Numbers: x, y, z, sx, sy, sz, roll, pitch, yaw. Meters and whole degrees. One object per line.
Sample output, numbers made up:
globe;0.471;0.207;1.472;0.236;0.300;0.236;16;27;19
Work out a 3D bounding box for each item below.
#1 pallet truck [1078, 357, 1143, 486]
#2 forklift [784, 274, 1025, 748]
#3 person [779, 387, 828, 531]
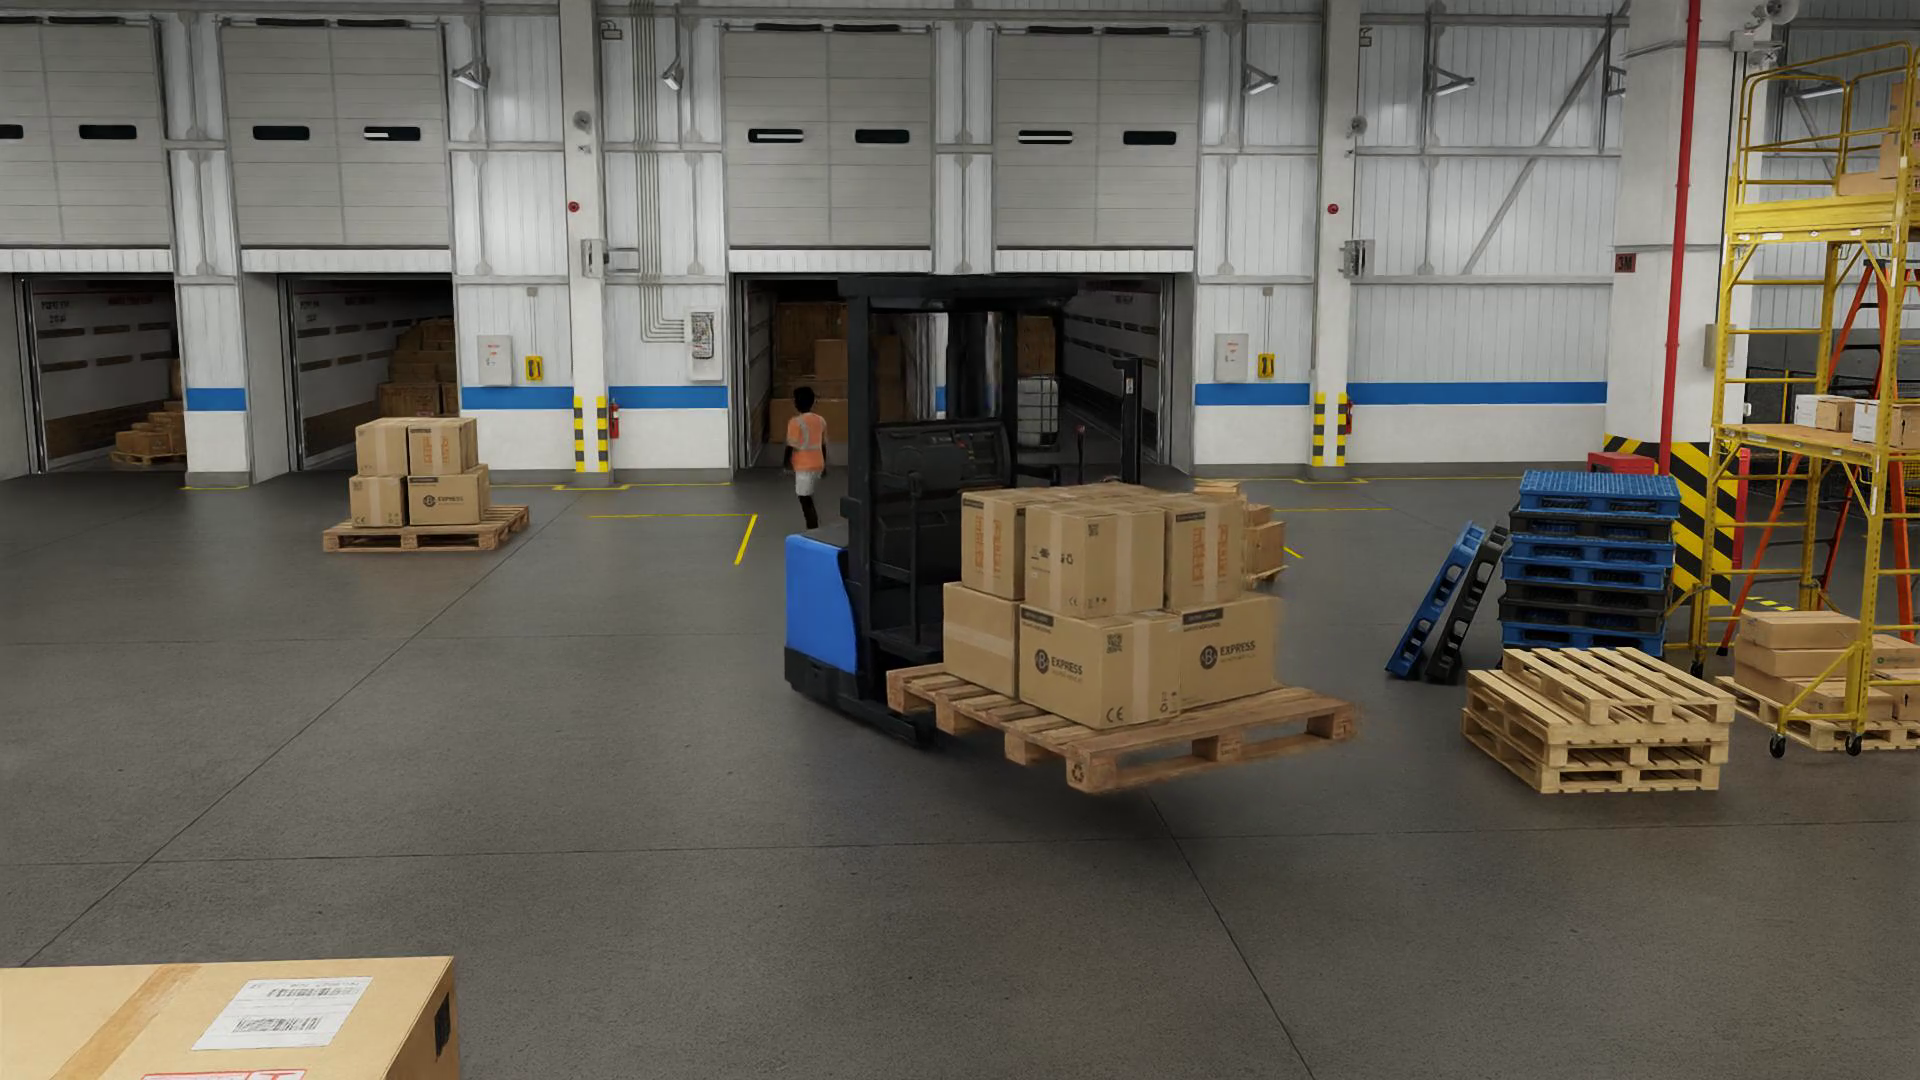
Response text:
pallet truck;2.088;-0.836;16.757;1.885;1.965;0.823;2;9;13
forklift;-0.293;-0.302;10.643;1.129;2.768;1.873;-6;11;-32
person;-1.625;-0.742;17.179;0.539;1.678;0.539;5;11;31
